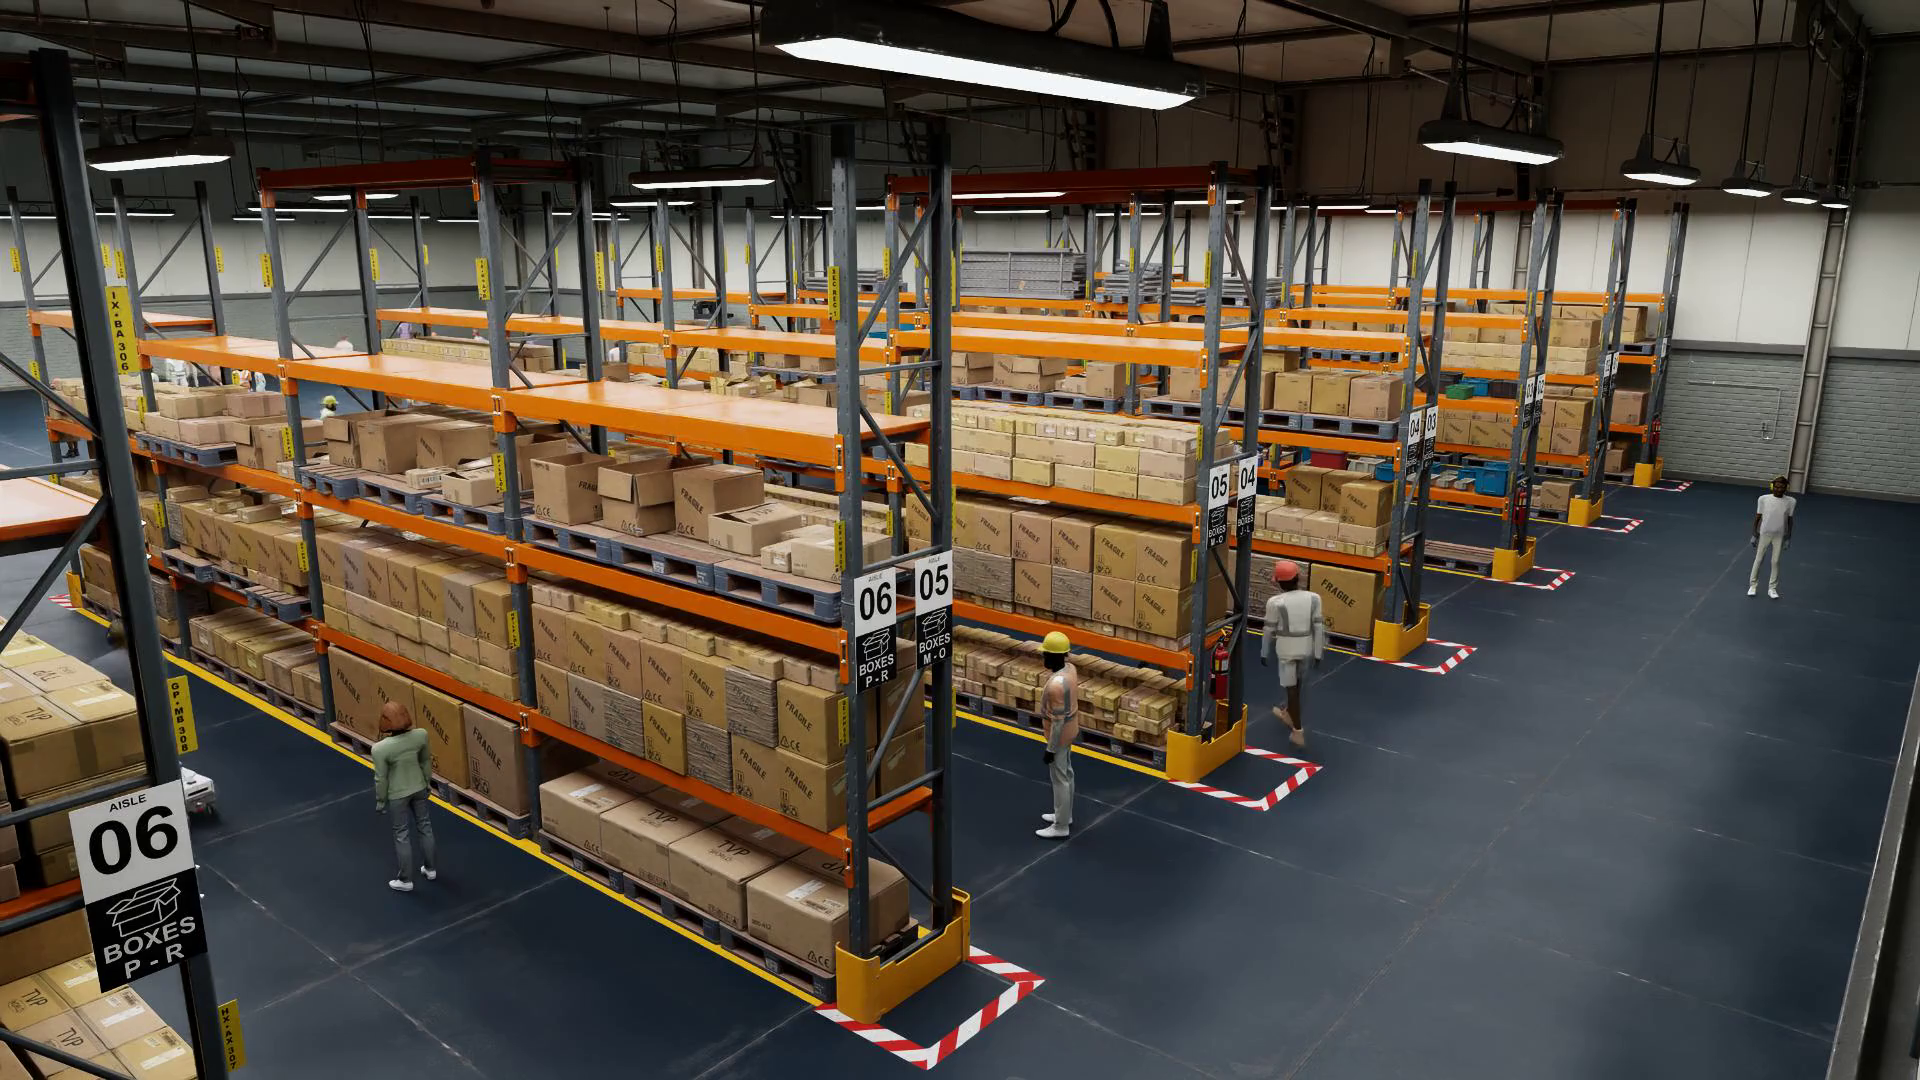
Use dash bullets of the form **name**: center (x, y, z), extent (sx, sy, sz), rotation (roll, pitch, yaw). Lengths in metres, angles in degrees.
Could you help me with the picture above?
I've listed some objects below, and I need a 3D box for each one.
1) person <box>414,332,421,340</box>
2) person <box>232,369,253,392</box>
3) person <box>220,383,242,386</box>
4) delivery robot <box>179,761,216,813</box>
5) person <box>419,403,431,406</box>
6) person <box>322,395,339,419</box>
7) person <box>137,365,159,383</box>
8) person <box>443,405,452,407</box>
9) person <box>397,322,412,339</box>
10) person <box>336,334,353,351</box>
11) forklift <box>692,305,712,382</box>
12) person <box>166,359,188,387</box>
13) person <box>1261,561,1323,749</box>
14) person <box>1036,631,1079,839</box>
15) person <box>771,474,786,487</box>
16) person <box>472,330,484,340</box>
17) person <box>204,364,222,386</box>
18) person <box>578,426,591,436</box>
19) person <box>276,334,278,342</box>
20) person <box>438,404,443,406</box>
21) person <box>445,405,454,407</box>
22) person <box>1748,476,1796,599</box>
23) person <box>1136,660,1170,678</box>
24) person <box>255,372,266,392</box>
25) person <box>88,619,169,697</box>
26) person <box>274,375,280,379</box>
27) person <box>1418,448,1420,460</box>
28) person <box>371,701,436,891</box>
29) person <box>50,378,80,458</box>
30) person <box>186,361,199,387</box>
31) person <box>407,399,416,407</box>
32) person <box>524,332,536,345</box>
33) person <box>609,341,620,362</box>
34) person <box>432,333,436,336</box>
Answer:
- **person**: center (-20.264, -6.828, 46.921), extent (0.633, 1.828, 0.380), rotation (2, 14, 7)
- **person**: center (-21.453, -4.516, 37.670), extent (0.540, 1.695, 0.317), rotation (-5, 15, -21)
- **person**: center (-19.377, -3.568, 33.528), extent (0.632, 1.819, 0.802), rotation (-3, 14, -12)
- **delivery robot**: center (-7.351, 2.319, 11.829), extent (0.707, 0.478, 0.477), rotation (8, 16, 29)
- **person**: center (-13.099, -2.922, 30.881), extent (0.720, 1.813, 0.605), rotation (-1, 14, -6)
- **person**: center (-14.242, -2.380, 28.630), extent (0.437, 1.813, 0.615), rotation (-8, 16, -31)
- **person**: center (-22.744, -4.049, 35.459), extent (0.622, 1.838, 0.429), rotation (1, 14, 5)
- **person**: center (-15.730, -4.669, 38.419), extent (0.523, 1.638, 0.310), rotation (2, 14, 10)
- **person**: center (-23.722, -8.606, 53.818), extent (0.608, 2.032, 0.434), rotation (-10, 17, -36)
- **person**: center (-22.057, -6.454, 45.239), extent (0.664, 1.887, 0.537), rotation (3, 14, 12)
- **forklift**: center (-9.511, -7.392, 47.124), extent (1.873, 2.768, 1.129), rotation (11, 17, 38)
- **person**: center (-24.526, -5.082, 39.544), extent (0.810, 1.908, 0.659), rotation (10, 17, 36)
- **person**: center (3.538, 1.182, 13.626), extent (0.621, 1.984, 0.975), rotation (-3, 14, -10)
- **person**: center (0.878, 1.754, 11.396), extent (0.373, 1.928, 0.584), rotation (4, 14, 16)
- **person**: center (-2.693, -0.042, 18.788), extent (0.428, 1.925, 0.627), rotation (10, 17, 35)
- **person**: center (-18.232, -7.005, 47.578), extent (1.007, 1.853, 0.642), rotation (5, 15, 21)
- **person**: center (-23.882, -5.274, 40.424), extent (0.644, 1.869, 0.713), rotation (10, 17, 36)
- **person**: center (-8.639, -2.551, 29.362), extent (0.538, 1.801, 0.988), rotation (-4, 14, -15)
- **person**: center (-25.854, -7.063, 48.014), extent (0.329, 1.763, 0.523), rotation (-12, 18, -40)
- **person**: center (-11.577, -2.320, 28.288), extent (0.992, 1.873, 0.597), rotation (5, 15, 21)
- **person**: center (-14.776, -4.285, 36.444), extent (0.598, 1.832, 0.980), rotation (-4, 14, -16)
- **person**: center (12.229, -0.054, 18.979), extent (0.508, 1.860, 0.315), rotation (6, 15, 25)
- **person**: center (2.206, 0.947, 14.793), extent (0.571, 1.884, 0.972), rotation (-13, 19, -42)
- **person**: center (-20.534, -4.387, 37.043), extent (0.306, 1.743, 0.494), rotation (-11, 17, -38)
- **person**: center (-7.656, 1.679, 11.713), extent (0.630, 1.928, 0.535), rotation (-11, 18, -39)
- **person**: center (-21.877, -5.439, 40.891), extent (0.817, 1.963, 0.646), rotation (6, 15, 22)
- **person**: center (10.436, -2.235, 28.285), extent (0.318, 1.698, 0.533), rotation (9, 16, 33)
- **person**: center (-4.634, 2.118, 10.507), extent (0.282, 1.636, 0.500), rotation (9, 16, 33)
- **person**: center (-21.996, -3.001, 30.929), extent (0.349, 1.942, 0.545), rotation (-2, 14, -9)
- **person**: center (-27.651, -6.309, 45.205), extent (0.604, 1.618, 0.522), rotation (13, 19, 43)
- **person**: center (-17.362, -5.168, 39.762), extent (0.659, 1.973, 0.620), rotation (-6, 15, -23)
- **person**: center (-16.261, -7.043, 47.659), extent (0.853, 1.897, 0.674), rotation (-2, 14, -8)
- **person**: center (-11.755, -5.980, 43.499), extent (0.630, 1.804, 0.926), rotation (0, 14, -1)
- **person**: center (-18.987, -6.526, 45.510), extent (0.578, 1.895, 0.918), rotation (-3, 14, -11)
